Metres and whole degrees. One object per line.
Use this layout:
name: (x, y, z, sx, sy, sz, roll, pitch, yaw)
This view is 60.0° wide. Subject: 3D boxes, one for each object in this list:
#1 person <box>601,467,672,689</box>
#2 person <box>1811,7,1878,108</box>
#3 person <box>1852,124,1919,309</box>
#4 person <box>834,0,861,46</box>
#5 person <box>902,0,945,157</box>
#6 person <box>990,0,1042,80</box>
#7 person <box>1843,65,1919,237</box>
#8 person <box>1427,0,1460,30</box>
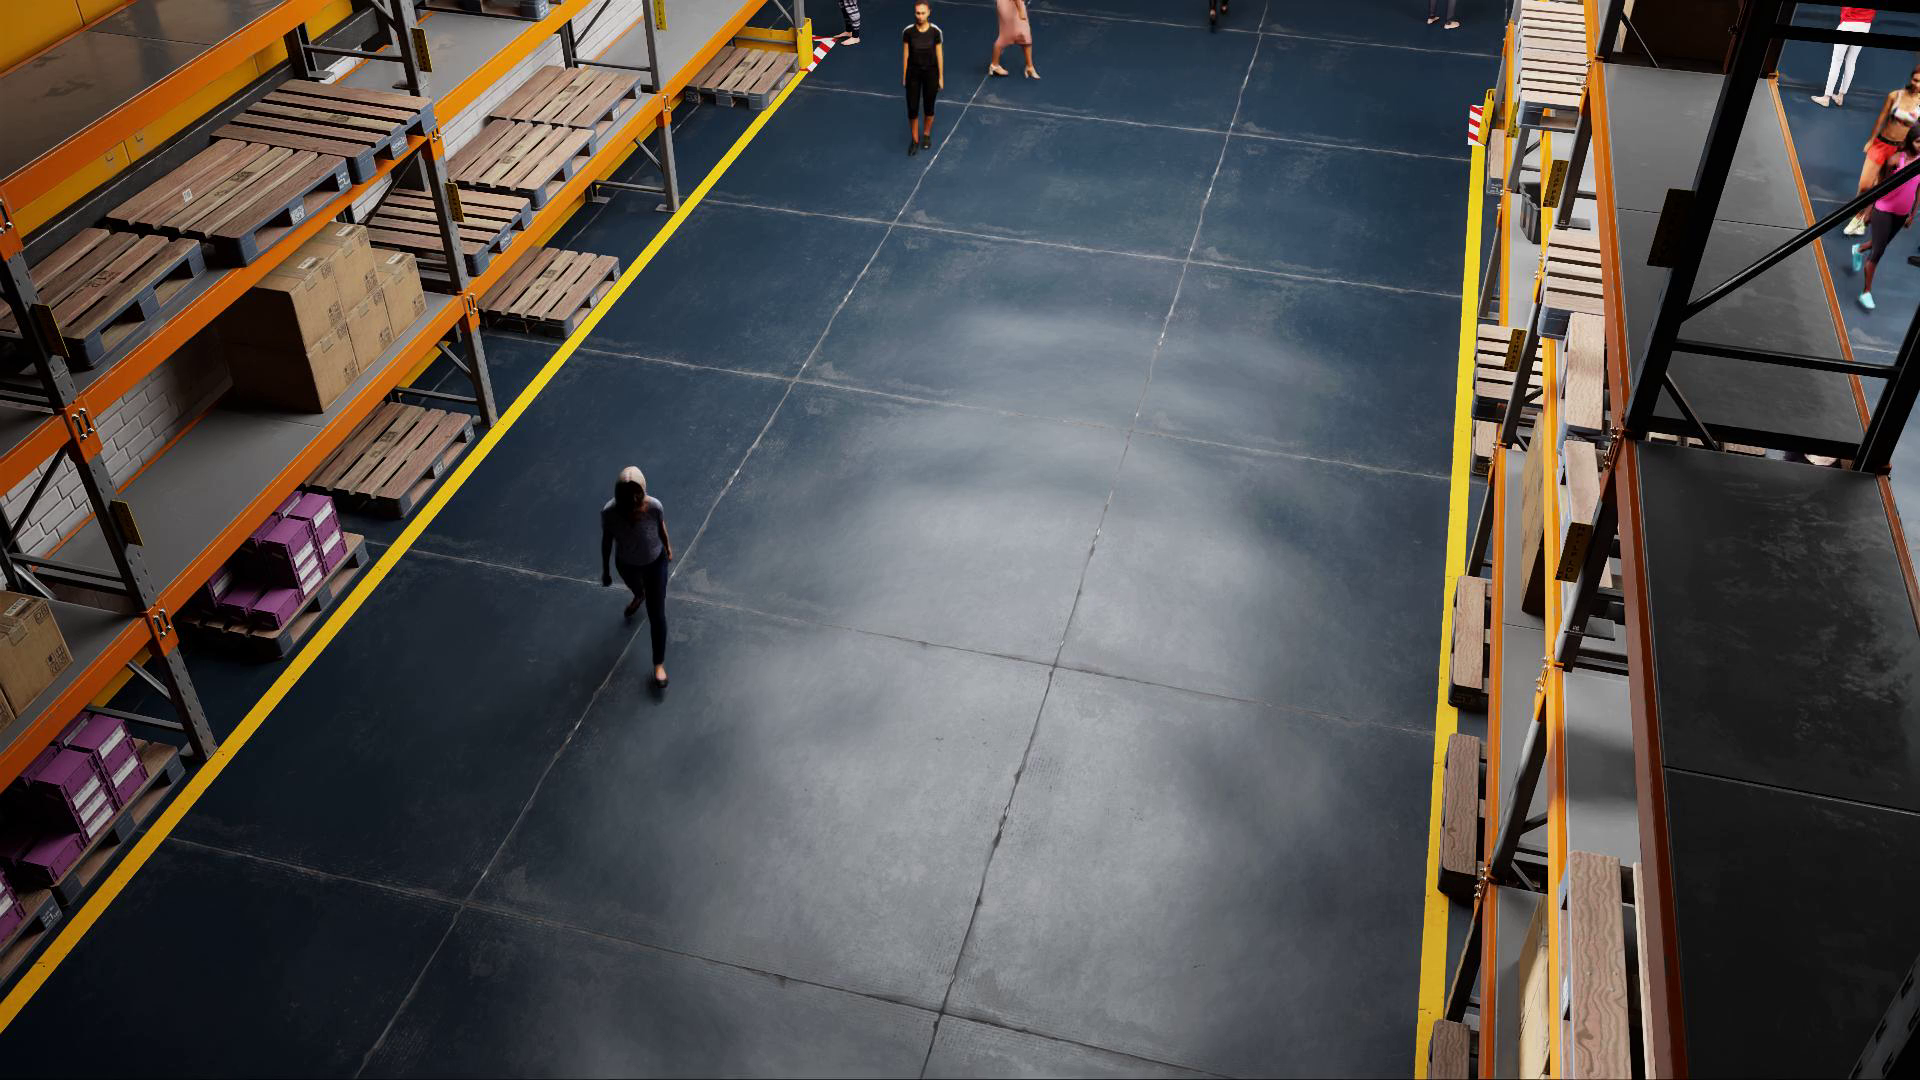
person: (-2.199, 0.106, 11.394, 0.923, 1.665, 1.266, -2, 39, -2)
person: (10.007, -5.695, 18.634, 0.628, 1.694, 0.647, -4, 39, -5)
person: (8.552, -3.055, 15.329, 0.689, 1.693, 1.148, 3, 39, 4)
person: (-1.365, -6.871, 20.075, 0.739, 1.734, 0.662, -17, 42, -20)
person: (-0.387, -5.006, 17.807, 0.676, 1.650, 0.781, 1, 39, 2)
person: (0.539, -6.158, 19.143, 0.815, 1.783, 0.875, 9, 40, 12)
person: (9.089, -3.821, 16.221, 0.694, 1.778, 0.719, 23, 44, 26)
person: (6.069, -7.208, 20.502, 0.689, 1.728, 0.682, -31, 48, -33)
